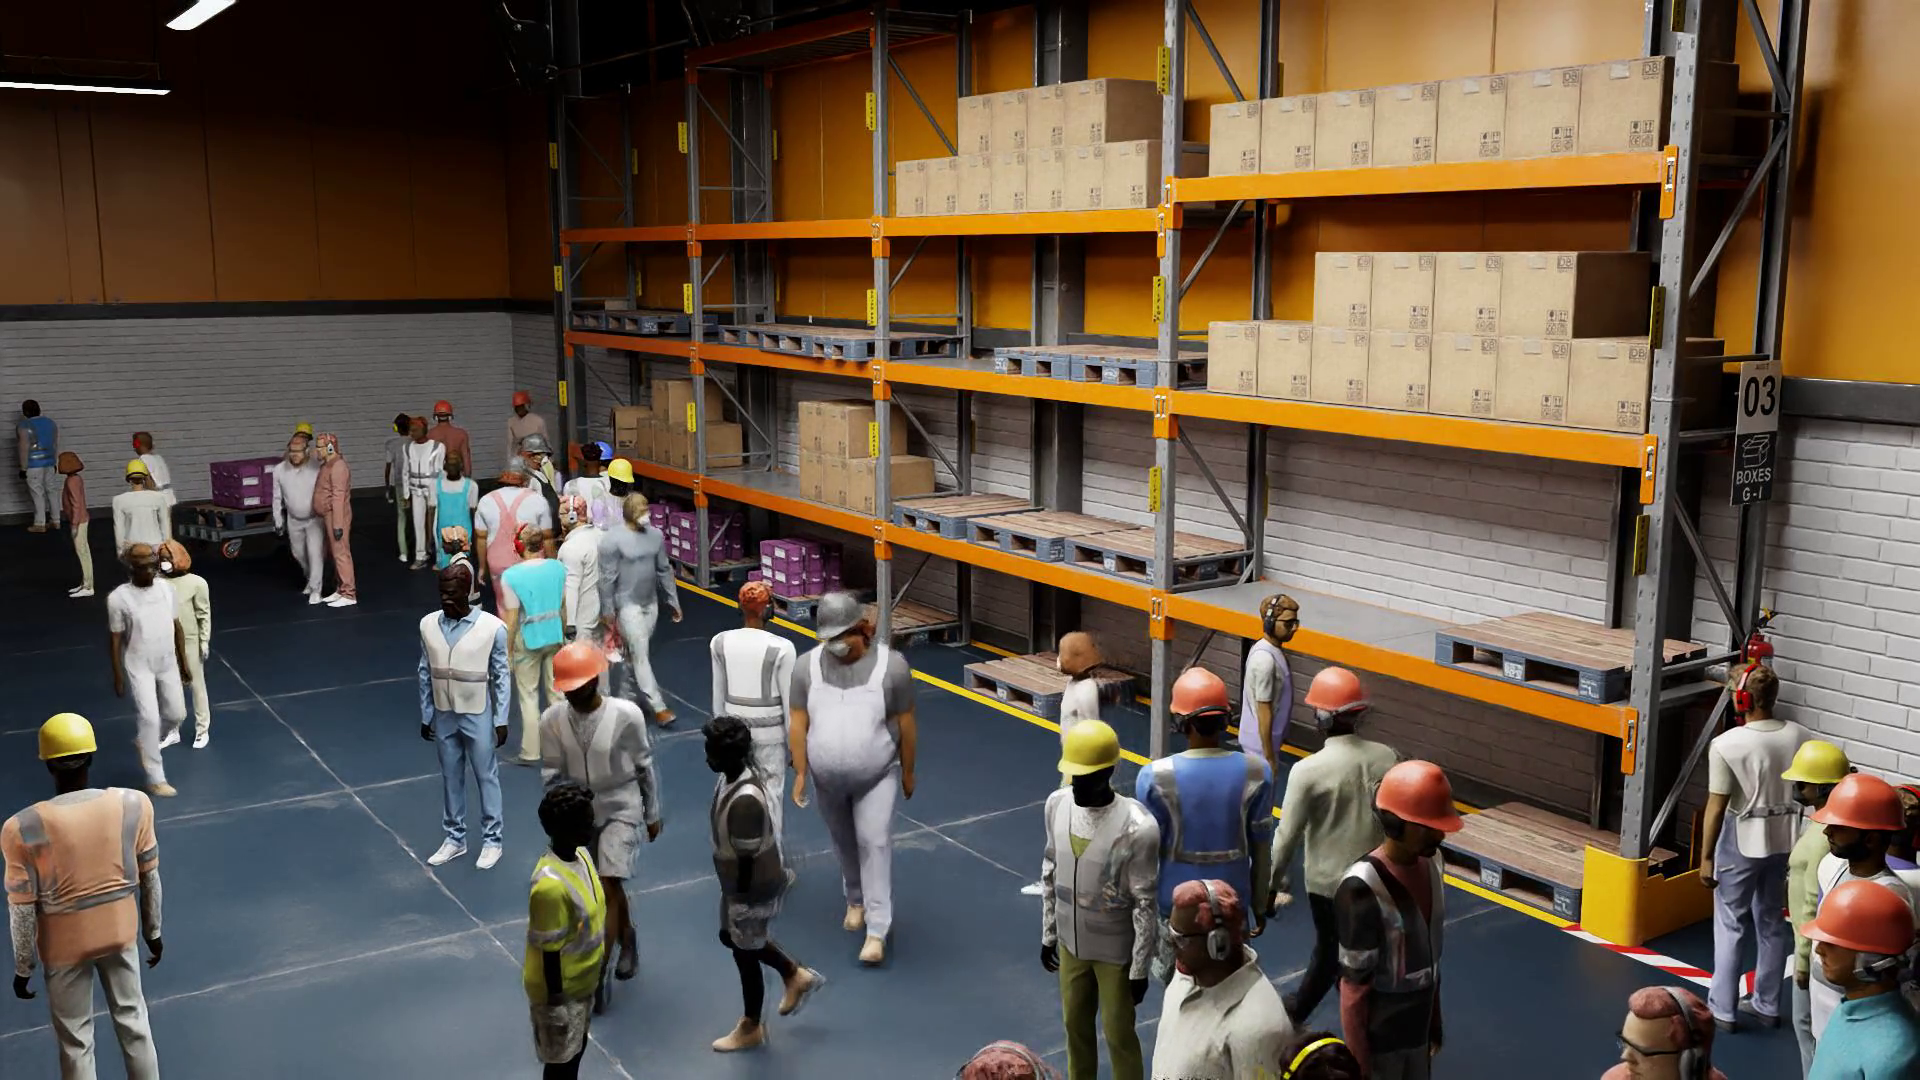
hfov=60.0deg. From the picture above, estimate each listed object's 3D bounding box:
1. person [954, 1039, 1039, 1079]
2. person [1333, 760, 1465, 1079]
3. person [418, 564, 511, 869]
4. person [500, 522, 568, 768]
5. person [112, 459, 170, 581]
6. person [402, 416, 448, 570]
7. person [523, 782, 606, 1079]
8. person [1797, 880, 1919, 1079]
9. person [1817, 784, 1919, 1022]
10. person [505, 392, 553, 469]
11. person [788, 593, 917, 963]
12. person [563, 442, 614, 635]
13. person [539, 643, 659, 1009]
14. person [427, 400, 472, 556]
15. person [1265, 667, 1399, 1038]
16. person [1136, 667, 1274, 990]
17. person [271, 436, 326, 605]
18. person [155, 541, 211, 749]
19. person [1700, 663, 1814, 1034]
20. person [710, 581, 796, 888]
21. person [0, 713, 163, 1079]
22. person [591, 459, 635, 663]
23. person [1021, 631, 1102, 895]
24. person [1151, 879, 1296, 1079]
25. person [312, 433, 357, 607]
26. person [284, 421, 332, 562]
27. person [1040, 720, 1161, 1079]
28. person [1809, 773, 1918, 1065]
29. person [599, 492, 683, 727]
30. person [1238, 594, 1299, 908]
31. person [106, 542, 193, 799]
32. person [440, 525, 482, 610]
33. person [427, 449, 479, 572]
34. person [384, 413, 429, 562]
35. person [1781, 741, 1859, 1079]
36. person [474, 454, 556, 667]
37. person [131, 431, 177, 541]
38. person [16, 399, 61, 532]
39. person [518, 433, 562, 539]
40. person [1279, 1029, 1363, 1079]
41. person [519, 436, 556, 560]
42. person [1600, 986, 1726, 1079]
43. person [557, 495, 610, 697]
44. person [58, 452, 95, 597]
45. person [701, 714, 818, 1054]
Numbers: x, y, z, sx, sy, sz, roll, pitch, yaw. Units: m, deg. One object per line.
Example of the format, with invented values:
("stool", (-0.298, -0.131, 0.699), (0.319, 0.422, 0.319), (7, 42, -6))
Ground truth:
("person", (0.087, 2.184, 4.124), (0.673, 1.864, 0.867), (-4, 10, -22))
("person", (1.593, 1.775, 6.041), (0.411, 2.032, 0.611), (9, 13, 43))
("person", (-3.090, 1.088, 10.388), (0.598, 1.917, 0.378), (2, 10, 13))
("person", (-3.143, 0.787, 12.387), (0.376, 1.840, 0.569), (7, 12, 36))
("person", (-8.279, 0.064, 16.849), (0.522, 1.769, 0.312), (-7, 12, -37))
("person", (-6.502, -0.568, 20.238), (0.591, 1.878, 0.362), (2, 10, 10))
("person", (-1.610, 1.811, 6.824), (0.321, 1.689, 0.532), (1, 10, 3))
("person", (2.648, 1.975, 4.960), (0.395, 1.992, 0.622), (3, 10, 20))
("person", (3.491, 1.821, 6.299), (0.390, 1.846, 0.565), (-6, 11, -30))
("person", (-6.003, -1.073, 22.989), (0.615, 1.939, 0.980), (3, 10, 19))
("person", (-0.610, 1.248, 9.095), (0.701, 2.000, 0.965), (1, 10, 8))
("person", (-3.660, -0.003, 16.700), (0.602, 1.957, 0.385), (-2, 10, -14))
("person", (-1.870, 1.436, 8.483), (0.543, 1.874, 0.936), (2, 10, 13))
("person", (-6.525, -0.787, 21.176), (0.620, 1.990, 0.399), (-2, 10, -10))
("person", (1.680, 1.540, 7.664), (0.646, 1.933, 1.036), (-6, 12, -33))
("person", (1.051, 1.561, 7.283), (0.607, 2.036, 0.412), (-1, 10, -4))
("person", (-7.241, -0.253, 18.451), (0.661, 1.866, 0.791), (-1, 10, -3))
("person", (-6.042, 0.808, 12.863), (0.498, 1.634, 0.278), (0, 10, 2))
("person", (3.873, 1.515, 8.125), (0.562, 1.835, 0.402), (-3, 10, -16))
("person", (-1.218, 1.177, 9.993), (0.571, 1.878, 0.339), (4, 10, 22))
("person", (-3.661, 1.667, 6.971), (0.384, 1.922, 0.594), (9, 13, 44))
("person", (-3.214, 0.186, 15.693), (0.382, 1.917, 0.585), (4, 10, 22))
("person", (0.778, 1.326, 9.919), (0.761, 1.609, 0.510), (0, 10, -3))
("person", (0.785, 1.980, 5.234), (0.399, 1.893, 0.656), (-3, 10, -15))
("person", (-6.844, -0.222, 18.159), (0.401, 1.899, 0.636), (-5, 11, -25))
("person", (-8.108, -0.593, 20.701), (0.522, 1.771, 0.306), (-1, 10, -7))
("person", (0.562, 1.676, 6.941), (0.587, 1.920, 0.396), (9, 13, 43))
("person", (3.272, 1.803, 6.138), (0.359, 1.939, 0.542), (2, 10, 10))
("person", (-2.550, 0.555, 13.529), (0.819, 1.901, 0.661), (7, 12, 34))
("person", (1.824, 1.223, 9.822), (0.351, 1.842, 0.507), (2, 10, 13))
("person", (-5.777, 0.895, 11.788), (0.591, 1.827, 0.528), (6, 12, 33))
("person", (-4.064, 0.686, 13.591), (0.314, 1.632, 0.515), (-3, 10, -18))
("person", (-5.285, -0.058, 17.413), (0.532, 1.827, 0.751), (-1, 10, -7))
("person", (-6.903, -0.650, 20.786), (0.538, 1.861, 0.332), (-2, 10, -14))
("person", (3.664, 1.721, 7.152), (0.338, 1.761, 0.529), (7, 12, 34))
("person", (-4.079, 0.204, 15.222), (0.755, 2.000, 0.699), (0, 10, 3))
("person", (-9.259, -0.346, 19.155), (0.588, 1.793, 0.601), (0, 10, 1))
("person", (-12.785, -1.029, 23.050), (0.430, 1.841, 0.624), (3, 10, 17))
("person", (-4.298, -0.089, 16.941), (0.535, 2.000, 0.681), (0, 10, -3))
("person", (0.841, 2.149, 4.433), (0.572, 1.826, 0.666), (-4, 10, -22))
("person", (-4.702, -0.244, 18.475), (0.430, 1.837, 0.629), (1, 10, 5))
("person", (1.879, 2.108, 4.484), (0.397, 1.900, 0.650), (-3, 10, -17))
("person", (-3.080, 0.574, 13.484), (0.399, 1.900, 0.647), (2, 10, 11))
("person", (-9.915, -0.177, 18.646), (0.285, 1.634, 0.499), (-4, 11, -24))
("person", (-0.968, 1.627, 7.928), (0.504, 1.680, 0.546), (-3, 10, -19))
